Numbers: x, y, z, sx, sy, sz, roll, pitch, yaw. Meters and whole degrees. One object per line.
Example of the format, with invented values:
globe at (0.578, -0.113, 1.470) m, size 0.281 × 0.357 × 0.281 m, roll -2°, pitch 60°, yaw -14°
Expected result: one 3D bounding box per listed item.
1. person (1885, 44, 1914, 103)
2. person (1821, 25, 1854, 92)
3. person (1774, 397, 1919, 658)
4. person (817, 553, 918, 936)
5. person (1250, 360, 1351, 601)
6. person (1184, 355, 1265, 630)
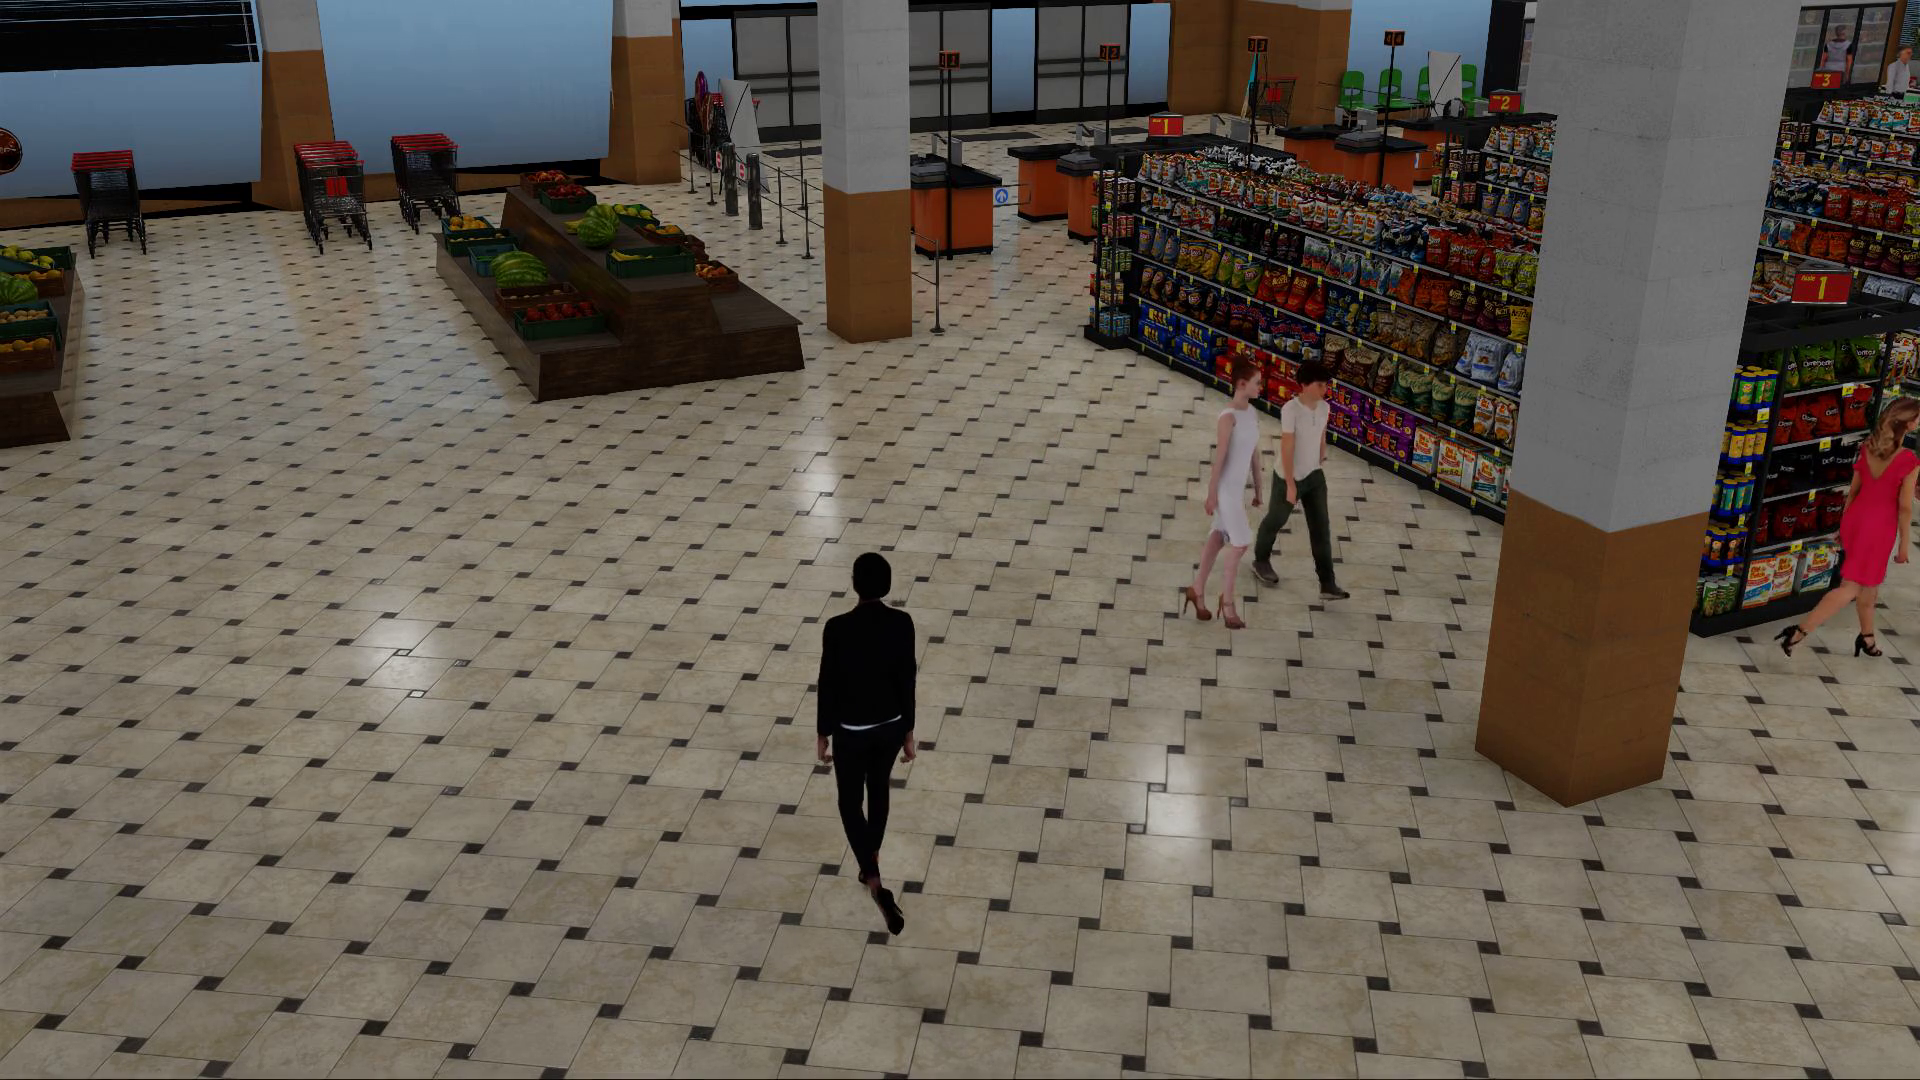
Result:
person at (16.320, -7.735, 29.055) m, size 0.672 × 1.814 × 0.590 m, roll -13°, pitch 25°, yaw -29°
person at (17.009, -9.071, 32.364) m, size 0.671 × 1.825 × 0.827 m, roll 17°, pitch 28°, yaw 36°
person at (5.384, -0.014, 10.009) m, size 0.788 × 1.687 × 1.019 m, roll -4°, pitch 22°, yaw -11°
person at (-0.389, 0.948, 7.449) m, size 0.697 × 1.810 × 1.073 m, roll -7°, pitch 23°, yaw -16°
person at (2.195, -0.410, 11.107) m, size 0.593 × 1.604 × 1.115 m, roll -11°, pitch 24°, yaw -24°
person at (1.632, -0.309, 10.633) m, size 0.807 × 1.768 × 0.749 m, roll 17°, pitch 27°, yaw 36°
